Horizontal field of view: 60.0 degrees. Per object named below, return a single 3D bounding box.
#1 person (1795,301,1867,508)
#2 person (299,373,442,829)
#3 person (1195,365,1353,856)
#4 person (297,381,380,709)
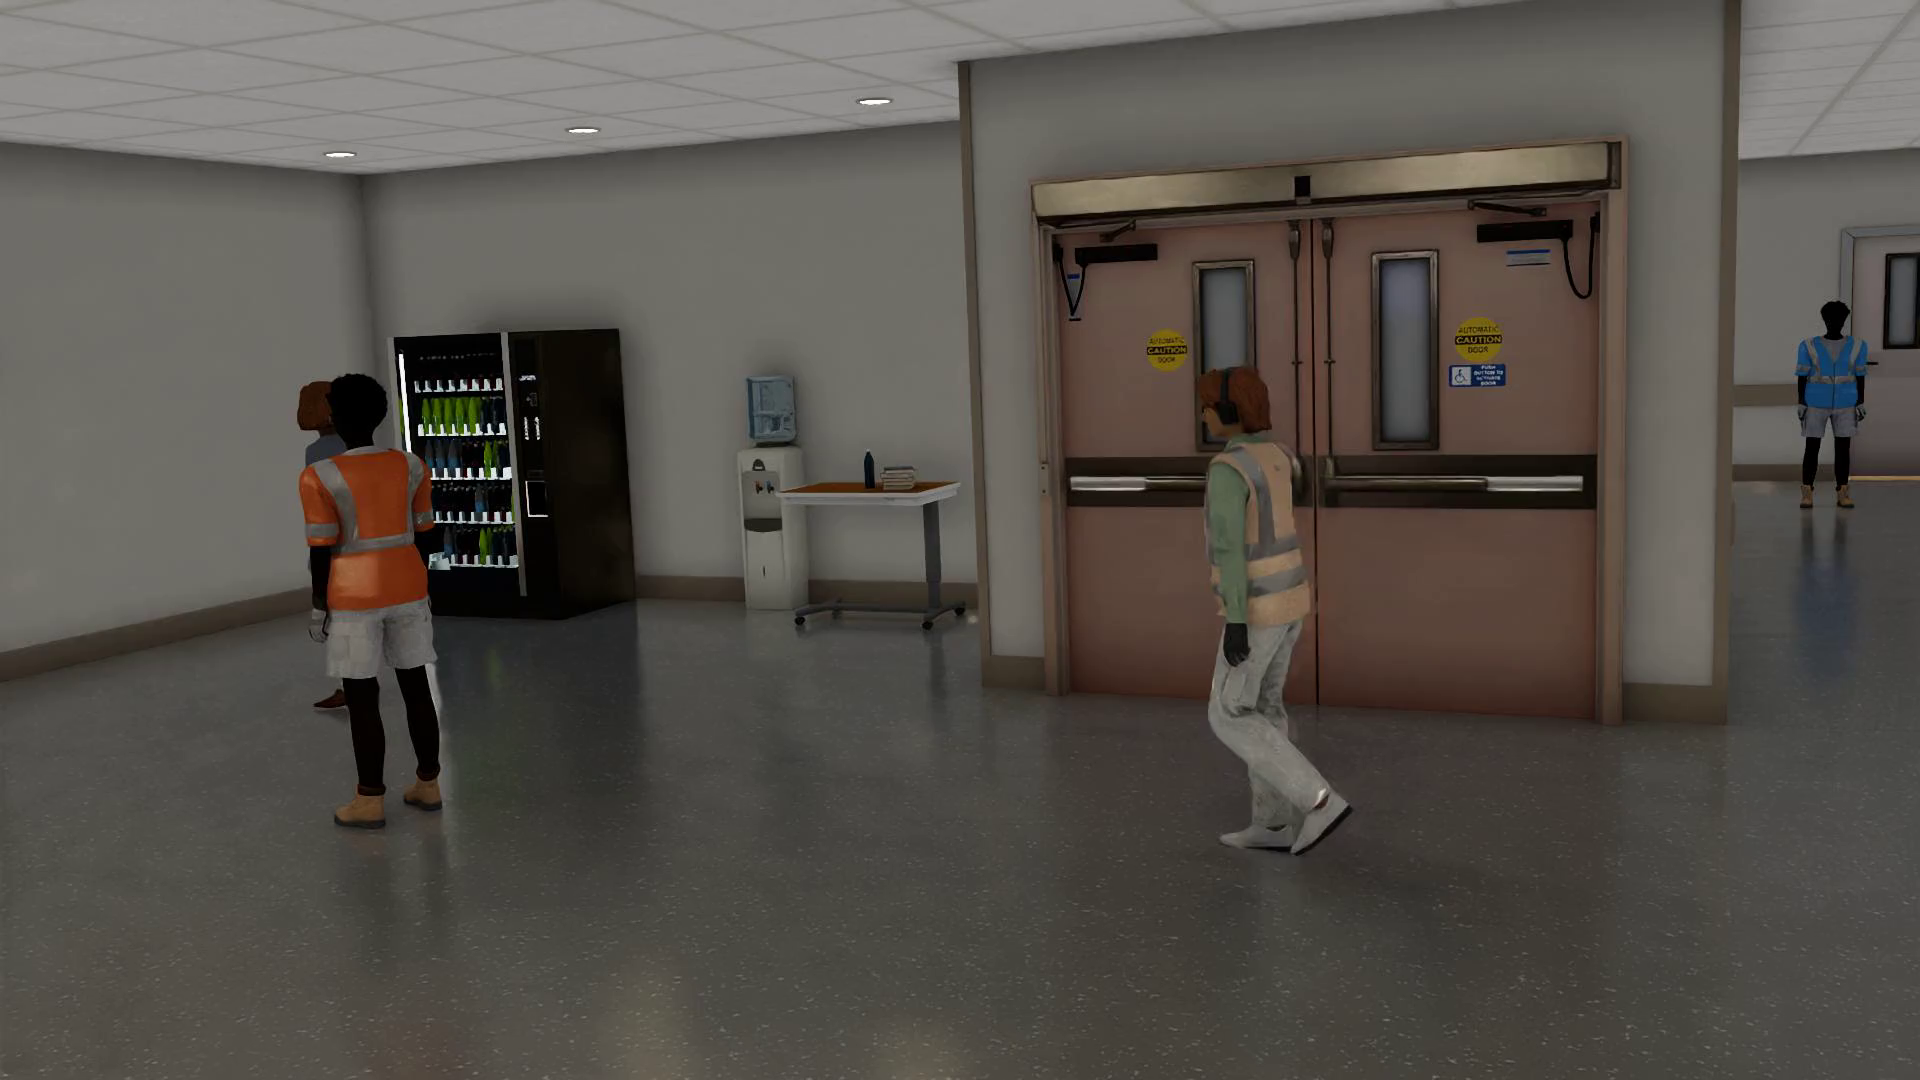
[{"bbox_3d":[7.102,-1.099,13.564,0.532,1.693,0.319,0,8,19],"label":"person"},{"bbox_3d":[-2.198,0.226,6.237,0.318,1.697,0.535,3,9,38],"label":"person"},{"bbox_3d":[0.995,0.247,5.360,0.451,1.618,0.556,2,8,28],"label":"person"},{"bbox_3d":[-3.121,0.023,8.326,0.285,1.633,0.497,-2,7,1],"label":"person"}]
